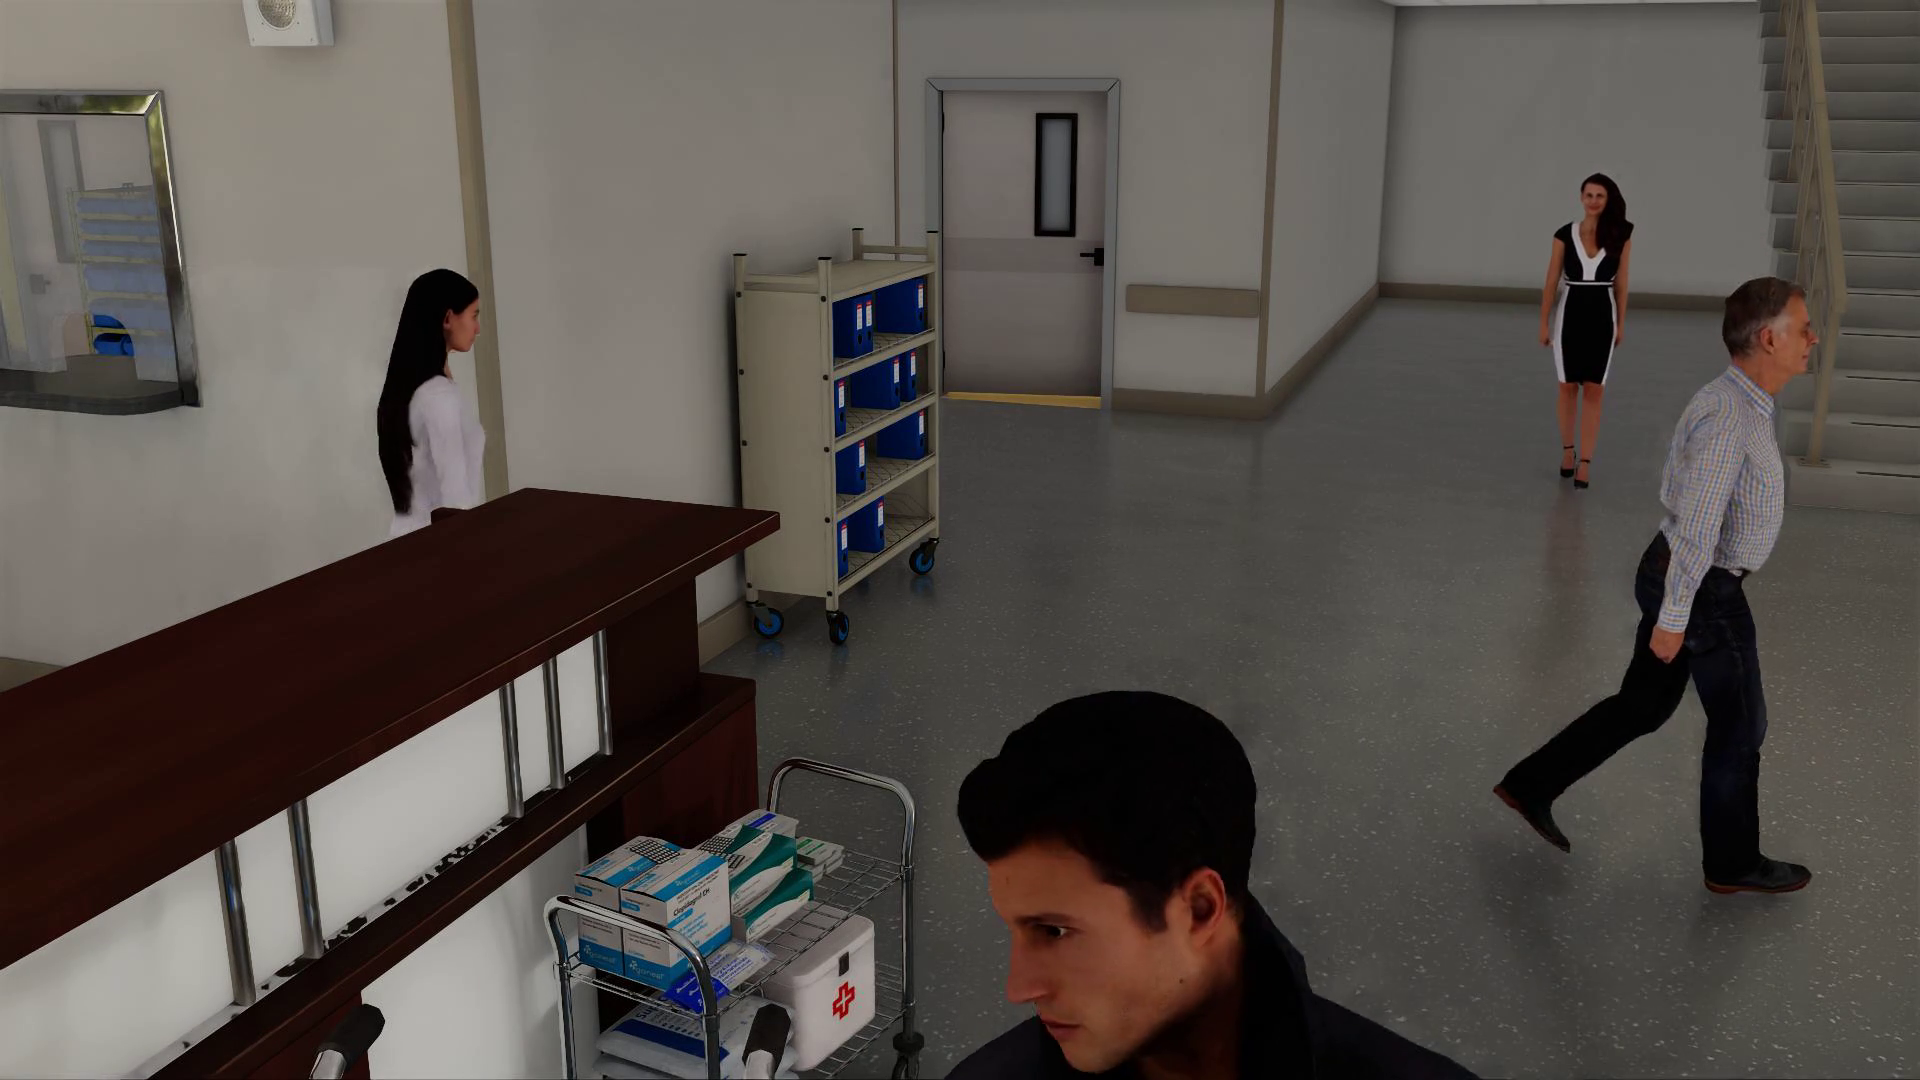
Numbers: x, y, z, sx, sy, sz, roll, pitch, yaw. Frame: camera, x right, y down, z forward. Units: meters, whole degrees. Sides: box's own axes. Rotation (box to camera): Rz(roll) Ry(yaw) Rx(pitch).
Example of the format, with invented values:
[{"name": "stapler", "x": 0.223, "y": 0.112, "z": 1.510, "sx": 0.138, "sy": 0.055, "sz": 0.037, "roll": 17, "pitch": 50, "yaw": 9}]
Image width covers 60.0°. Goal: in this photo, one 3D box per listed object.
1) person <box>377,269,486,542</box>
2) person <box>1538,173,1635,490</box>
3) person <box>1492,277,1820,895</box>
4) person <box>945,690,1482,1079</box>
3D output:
[{"name": "person", "x": -1.640, "y": 0.113, "z": 4.943, "sx": 0.884, "sy": 1.784, "sz": 0.825, "roll": -6, "pitch": 17, "yaw": -20}, {"name": "person", "x": 3.608, "y": -1.197, "z": 9.622, "sx": 0.613, "sy": 1.767, "sz": 0.985, "roll": 6, "pitch": 17, "yaw": 20}, {"name": "person", "x": 2.037, "y": 0.153, "z": 4.801, "sx": 0.703, "sy": 1.785, "sz": 1.051, "roll": 7, "pitch": 17, "yaw": 24}, {"name": "person", "x": 0.274, "y": 1.017, "z": 1.549, "sx": 0.809, "sy": 1.886, "sz": 0.897, "roll": 3, "pitch": 16, "yaw": 11}]
